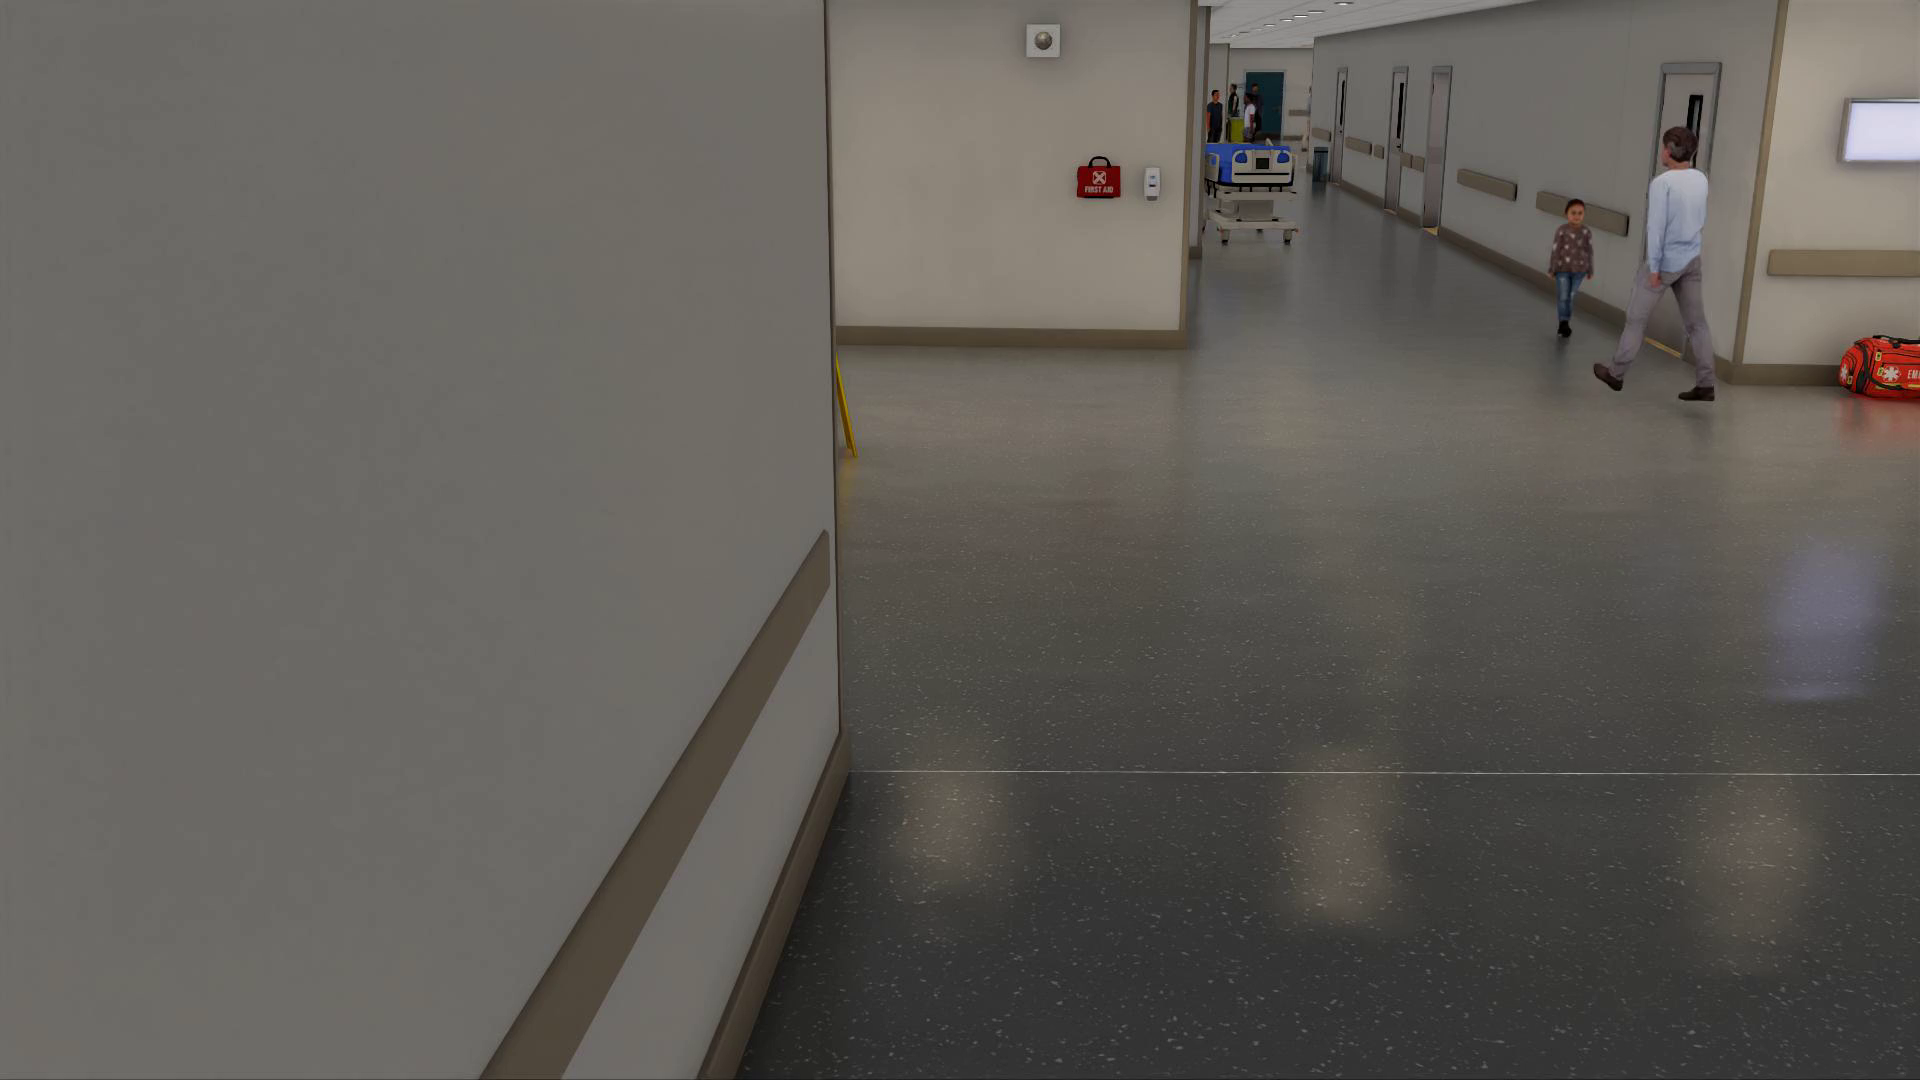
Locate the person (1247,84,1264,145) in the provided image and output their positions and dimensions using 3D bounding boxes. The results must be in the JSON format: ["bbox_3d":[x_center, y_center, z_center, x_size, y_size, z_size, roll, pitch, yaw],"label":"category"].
[{"bbox_3d":[9.158,-13.233,51.785,0.961,1.849,0.921,-3,16,-11],"label":"person"}]

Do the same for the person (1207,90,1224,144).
[{"bbox_3d":[6.272,-10.185,41.048,0.681,1.808,0.769,-10,19,-32],"label":"person"}]

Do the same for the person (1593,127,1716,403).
[{"bbox_3d":[4.916,-1.816,11.301,1.303,1.841,1.057,-5,17,-18],"label":"person"}]

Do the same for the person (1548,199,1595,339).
[{"bbox_3d":[5.279,-2.346,14.409,0.676,1.175,0.562,2,16,6],"label":"person"}]
